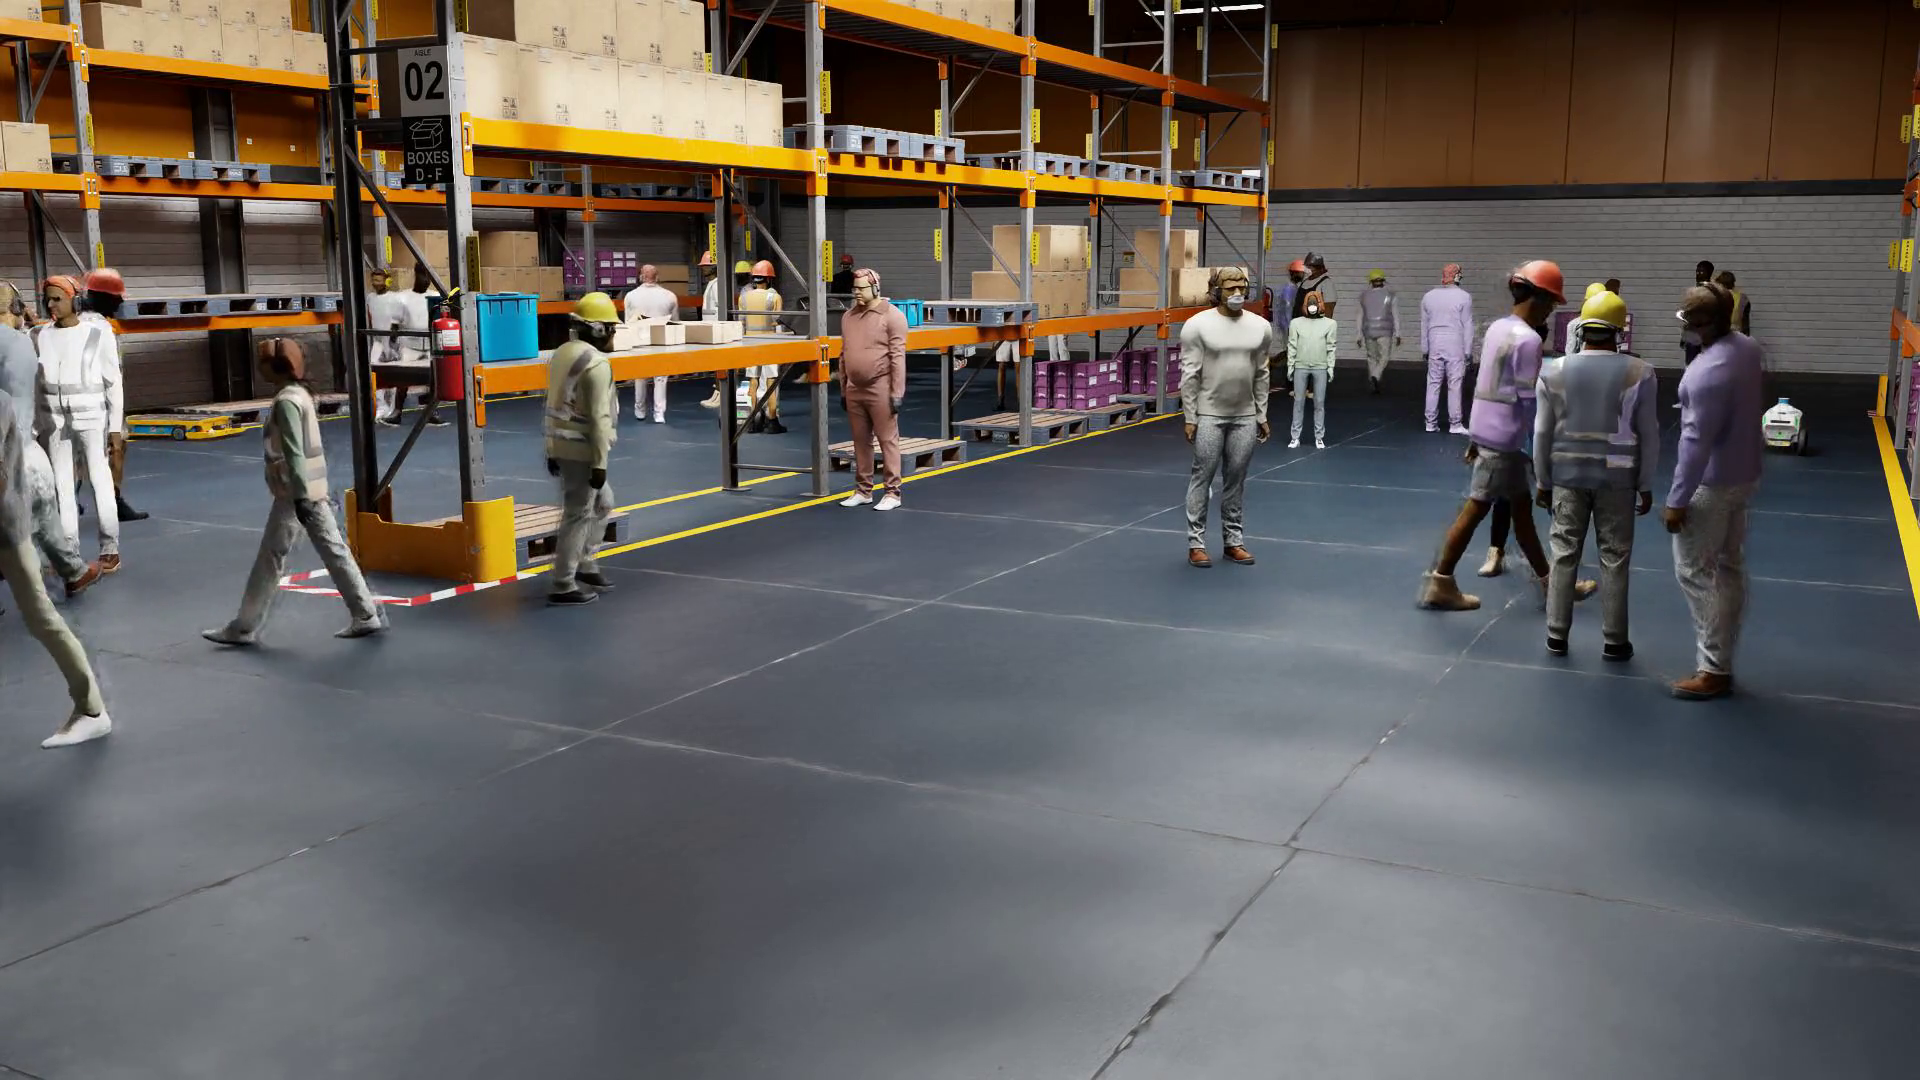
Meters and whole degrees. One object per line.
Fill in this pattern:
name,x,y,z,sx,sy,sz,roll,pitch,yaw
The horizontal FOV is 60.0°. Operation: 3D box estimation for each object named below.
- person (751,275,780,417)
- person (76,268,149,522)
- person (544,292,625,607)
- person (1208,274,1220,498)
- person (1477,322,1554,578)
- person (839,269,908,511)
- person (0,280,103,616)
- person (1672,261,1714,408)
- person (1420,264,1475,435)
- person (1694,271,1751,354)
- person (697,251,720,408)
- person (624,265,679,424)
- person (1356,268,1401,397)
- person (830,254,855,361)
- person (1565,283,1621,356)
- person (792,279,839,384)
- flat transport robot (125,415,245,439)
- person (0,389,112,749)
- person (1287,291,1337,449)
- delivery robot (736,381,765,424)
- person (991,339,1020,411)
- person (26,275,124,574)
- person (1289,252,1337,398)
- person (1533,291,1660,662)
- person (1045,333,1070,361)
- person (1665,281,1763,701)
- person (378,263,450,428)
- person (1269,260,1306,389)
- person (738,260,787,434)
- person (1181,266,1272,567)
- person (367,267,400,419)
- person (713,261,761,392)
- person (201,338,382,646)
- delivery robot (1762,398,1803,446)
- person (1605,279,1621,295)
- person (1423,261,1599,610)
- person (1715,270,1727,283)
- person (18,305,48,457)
person,-2.401,-2.413,20.458,0.429,1.837,0.629,-4,11,-23
person,-6.431,-1.063,12.397,0.548,1.912,0.569,-8,13,-40
person,-2.161,-0.516,9.585,0.568,1.797,0.602,-7,12,-34
person,2.113,-1.226,13.490,0.514,1.863,0.334,6,12,33
person,3.635,-0.612,10.519,0.528,1.660,0.848,10,14,44
person,-0.714,-1.181,13.130,0.646,1.900,0.403,7,12,35
person,-5.375,-0.523,9.413,0.693,1.863,1.005,5,11,27
person,9.603,-2.644,21.538,0.391,1.920,0.593,-5,11,-26
person,5.468,-2.130,18.613,0.407,1.902,0.639,-10,14,-44
person,9.667,-2.494,21.052,0.643,1.803,0.701,1,10,8
person,-3.223,-2.741,21.734,0.372,2.044,0.607,-3,10,-15
person,-3.688,-2.340,19.925,0.651,1.874,0.839,-2,10,-11
person,5.829,-2.894,23.261,0.620,1.818,0.619,6,11,31
person,-2.107,-4.341,31.148,0.623,1.989,0.399,1,10,6
person,5.862,-1.503,15.432,0.491,1.746,0.285,3,10,19
person,-2.222,-3.258,25.824,0.826,1.664,0.532,-4,11,-22
flat transport robot,-8.689,-1.252,18.241,1.431,0.197,0.652,1,10,7
person,-3.863,0.008,6.529,0.487,1.804,1.008,6,11,30
person,3.634,-1.757,17.224,0.500,1.633,0.285,2,10,14
delivery robot,-2.446,-1.569,18.985,0.477,0.478,0.707,1,10,4
person,0.655,-2.600,21.223,0.548,1.936,0.378,2,10,12
person,-5.573,-0.716,10.471,0.585,1.882,0.343,0,10,0
person,4.904,-3.005,23.272,0.537,2.000,0.682,-5,11,-28
person,3.159,-0.313,8.283,0.586,1.835,0.403,5,11,28
person,1.430,-3.123,24.408,0.355,1.884,0.575,-6,12,-33
person,3.483,-0.230,7.654,0.362,1.898,0.714,9,13,41
person,-6.363,-2.257,19.281,0.856,1.933,0.364,-5,11,-28
person,4.840,-3.190,24.723,0.668,1.913,0.563,4,11,24
person,-2.195,-2.152,18.634,0.552,1.935,0.368,4,10,21
person,1.723,-0.795,10.772,0.628,1.940,0.377,-3,10,-16
person,-6.995,-2.372,20.170,0.504,1.848,0.509,2,10,14
person,-3.179,-3.040,23.880,0.871,1.893,0.612,-2,10,-13
person,-3.455,-0.246,8.592,0.879,1.589,0.535,-2,10,-13
delivery robot,8.322,-1.197,16.829,0.477,0.478,0.707,5,11,28
person,9.977,-3.201,25.623,0.302,1.624,0.506,3,10,18
person,3.112,-0.556,9.291,1.021,1.967,0.624,1,10,5
person,11.277,-3.116,24.710,0.533,1.767,0.326,5,11,28
person,-7.090,-0.974,12.690,0.503,1.632,0.274,-6,12,-31
